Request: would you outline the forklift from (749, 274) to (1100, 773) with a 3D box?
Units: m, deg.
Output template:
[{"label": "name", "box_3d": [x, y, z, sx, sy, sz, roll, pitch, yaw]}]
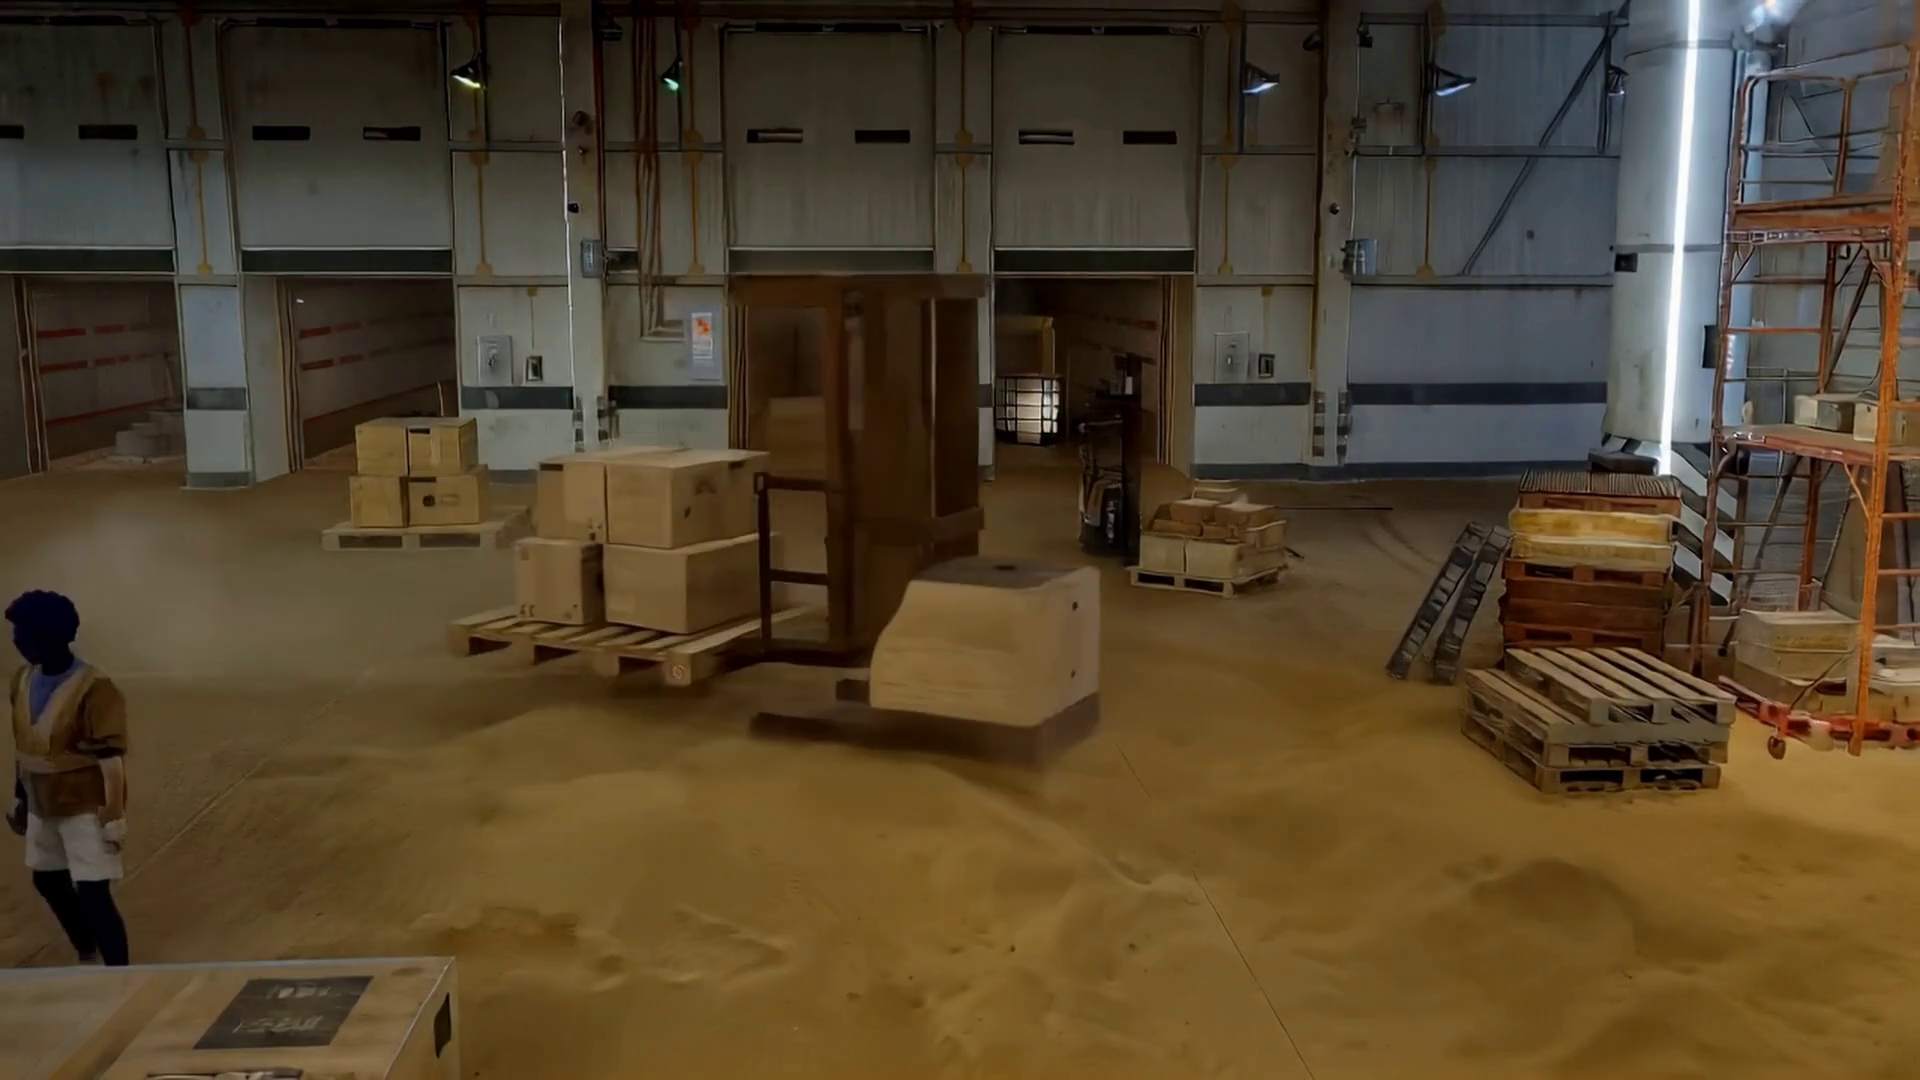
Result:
[{"label": "forklift", "box_3d": [-0.186, -0.184, 9.900, 1.873, 2.768, 1.129, 5, 10, 27]}]

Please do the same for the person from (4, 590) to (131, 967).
[{"label": "person", "box_3d": [-3.313, 0.995, 6.242, 0.578, 1.678, 0.423, 4, 10, 25]}]

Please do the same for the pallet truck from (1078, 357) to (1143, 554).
[{"label": "pallet truck", "box_3d": [2.088, -0.836, 16.757, 1.885, 1.965, 0.823, 2, 9, 13]}]
